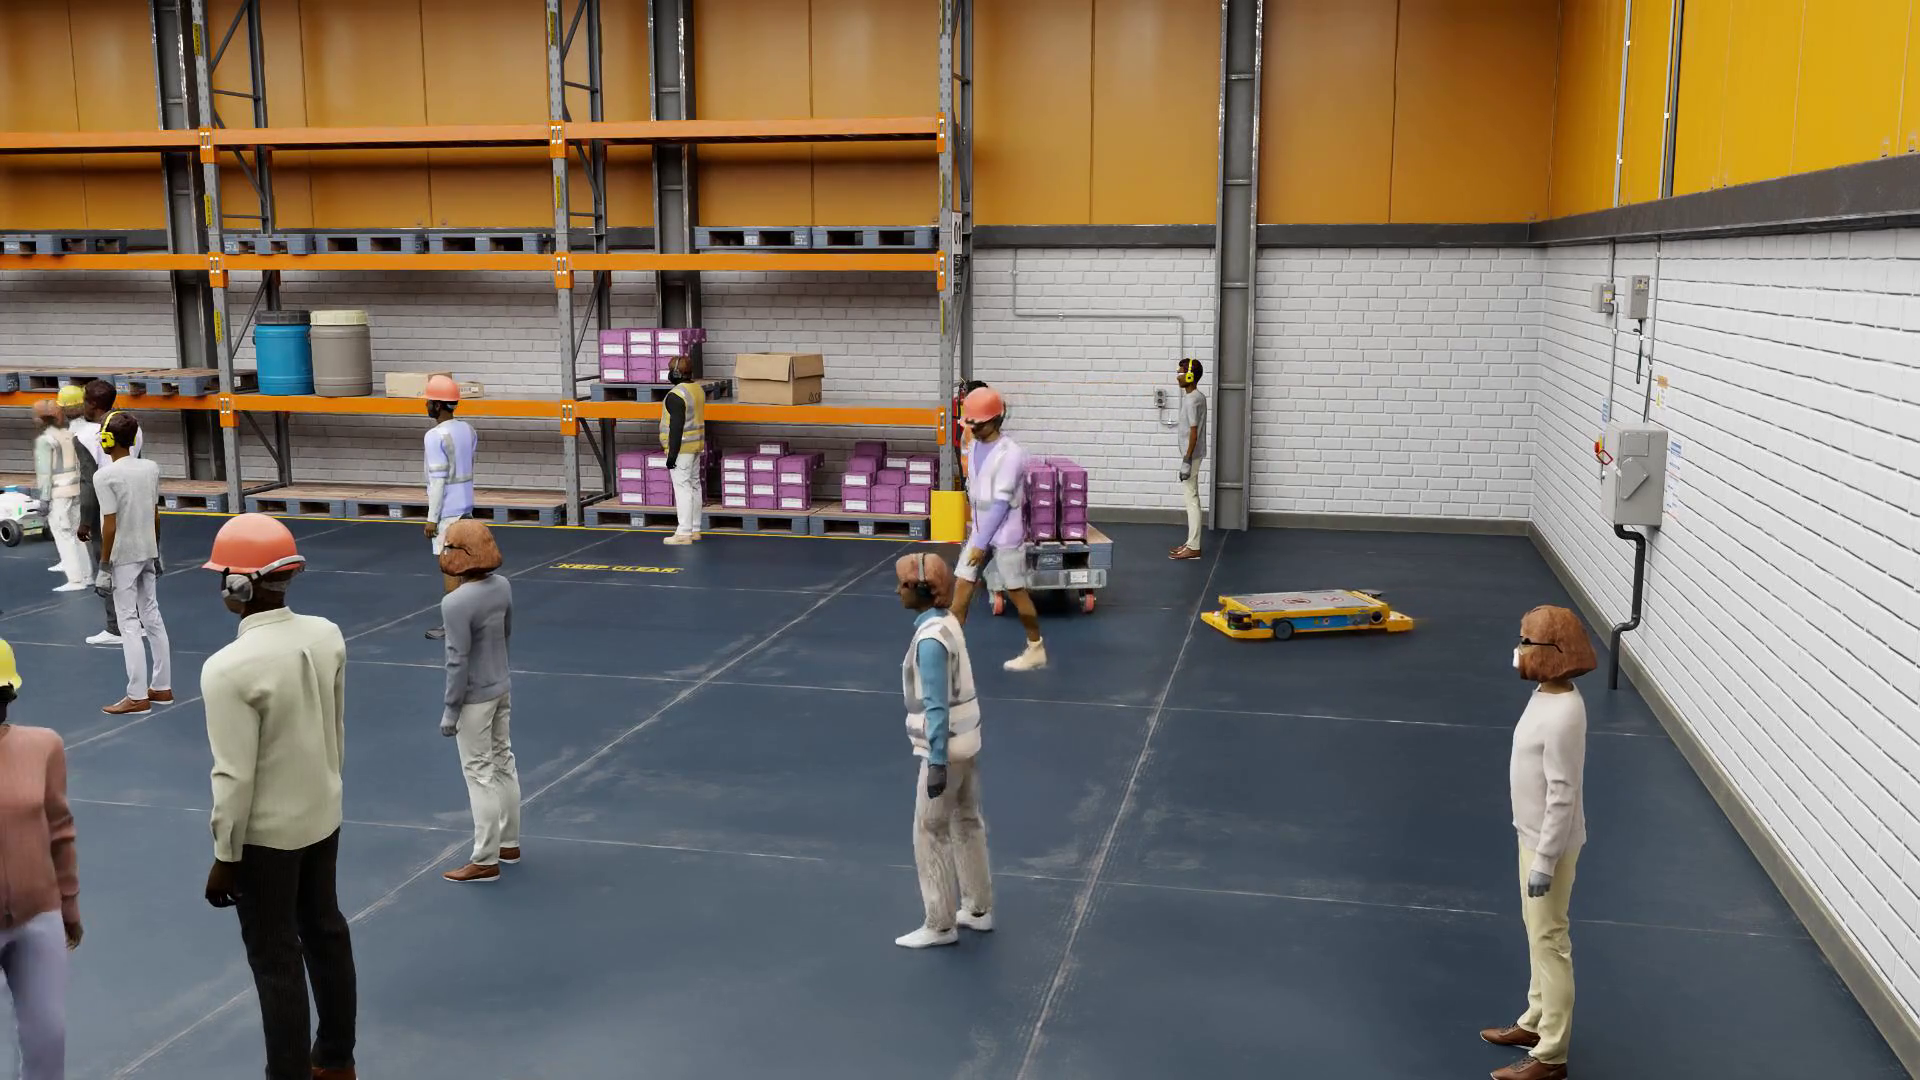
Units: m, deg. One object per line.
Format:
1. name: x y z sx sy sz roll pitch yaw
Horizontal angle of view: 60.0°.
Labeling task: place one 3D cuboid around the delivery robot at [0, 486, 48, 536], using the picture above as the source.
1. delivery robot: -9.310 -0.290 16.336 0.707 0.478 0.477 5 11 26

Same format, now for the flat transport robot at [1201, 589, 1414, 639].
1. flat transport robot: 2.601 0.547 12.495 1.431 0.197 0.652 -2 10 -13

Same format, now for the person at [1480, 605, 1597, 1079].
1. person: 1.965 1.026 5.634 0.280 1.633 0.500 2 10 12

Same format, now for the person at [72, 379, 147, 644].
1. person: -6.152 -0.205 12.075 0.392 1.922 0.591 2 10 12

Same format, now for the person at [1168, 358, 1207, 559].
1. person: 2.126 -0.753 15.470 0.328 1.872 0.514 2 10 12

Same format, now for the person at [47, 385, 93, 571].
1. person: -7.688 -0.542 14.781 0.904 1.685 0.491 1 10 3

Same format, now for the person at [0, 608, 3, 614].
1. person: -8.033 -0.306 12.933 0.966 1.846 0.585 3 10 16

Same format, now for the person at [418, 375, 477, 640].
1. person: -3.756 -0.236 12.199 0.354 1.942 0.545 2 10 12

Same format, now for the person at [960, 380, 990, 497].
1. person: 0.161 -0.590 15.013 0.318 1.699 0.535 2 10 12

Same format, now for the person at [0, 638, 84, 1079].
1. person: -2.849 1.099 4.849 0.654 1.745 0.536 6 11 33

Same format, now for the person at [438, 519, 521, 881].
1. person: -2.170 0.714 7.475 0.280 1.636 0.500 2 10 12

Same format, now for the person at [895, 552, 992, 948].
1. person: -0.086 0.852 6.737 0.487 1.609 0.535 1 10 5

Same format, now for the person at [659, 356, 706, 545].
1. person: -2.723 -0.877 16.290 0.429 1.844 0.625 2 10 12

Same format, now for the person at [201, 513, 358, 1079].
1. person: -2.175 0.902 5.298 0.382 1.995 0.612 2 10 12

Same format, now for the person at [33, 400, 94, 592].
1. person: -7.530 -0.366 13.959 0.320 1.611 0.615 -1 10 -4

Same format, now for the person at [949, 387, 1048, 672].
1. person: 0.207 -0.029 10.952 1.040 1.962 0.630 -7 12 -35

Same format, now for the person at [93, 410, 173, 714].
1. person: -5.104 0.136 10.206 0.328 1.872 0.514 2 10 12
